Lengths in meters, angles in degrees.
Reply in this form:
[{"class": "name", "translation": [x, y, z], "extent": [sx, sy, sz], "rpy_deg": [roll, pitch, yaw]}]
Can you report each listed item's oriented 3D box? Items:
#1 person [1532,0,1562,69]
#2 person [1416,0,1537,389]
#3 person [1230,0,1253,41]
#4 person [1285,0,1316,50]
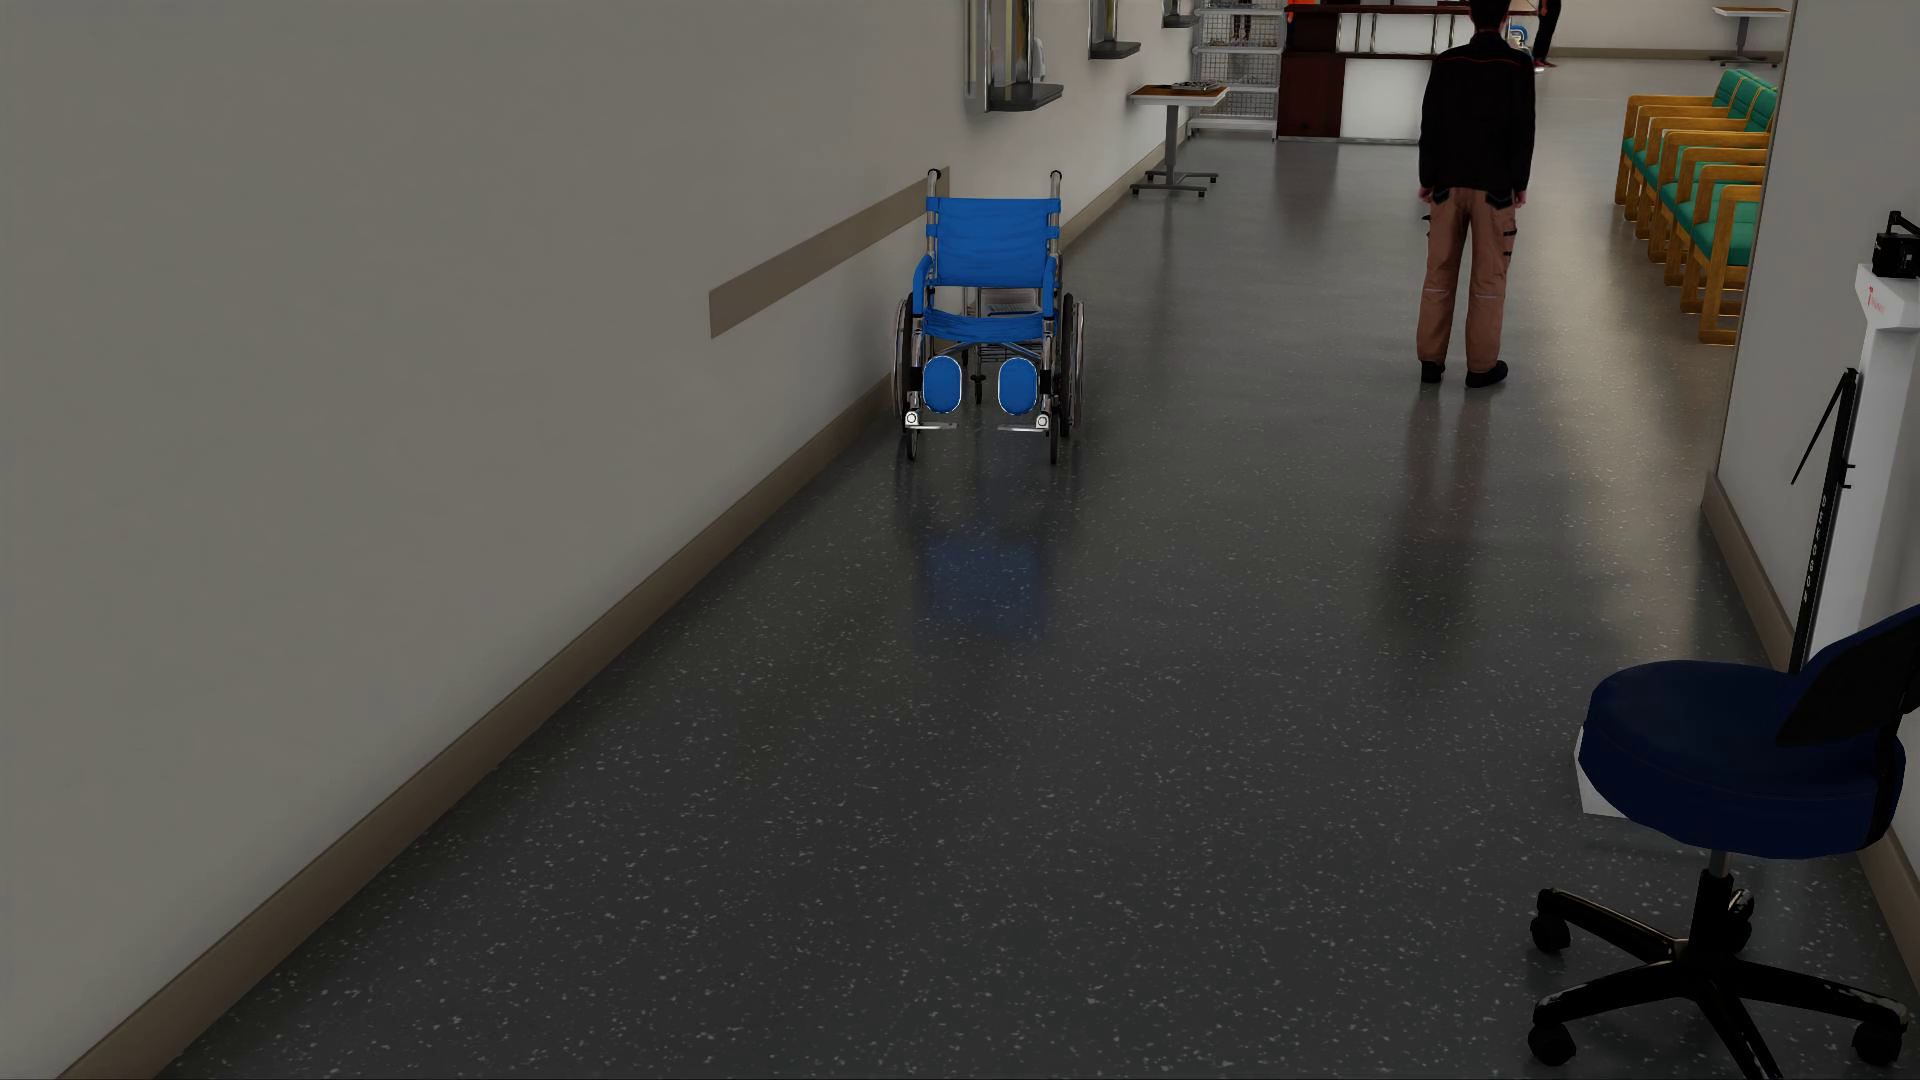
[{"class": "person", "translation": [8.813, -7.975, 24.871], "extent": [0.695, 1.756, 0.708], "rpy_deg": [17, 27, 38]}, {"class": "person", "translation": [2.498, -1.713, 8.102], "extent": [0.639, 1.924, 0.816], "rpy_deg": [12, 24, 28]}, {"class": "person", "translation": [5.145, -9.983, 30.219], "extent": [0.670, 1.723, 0.795], "rpy_deg": [-5, 21, -14]}, {"class": "person", "translation": [4.632, -7.171, 22.757], "extent": [0.705, 1.750, 0.757], "rpy_deg": [-13, 24, -30]}]
